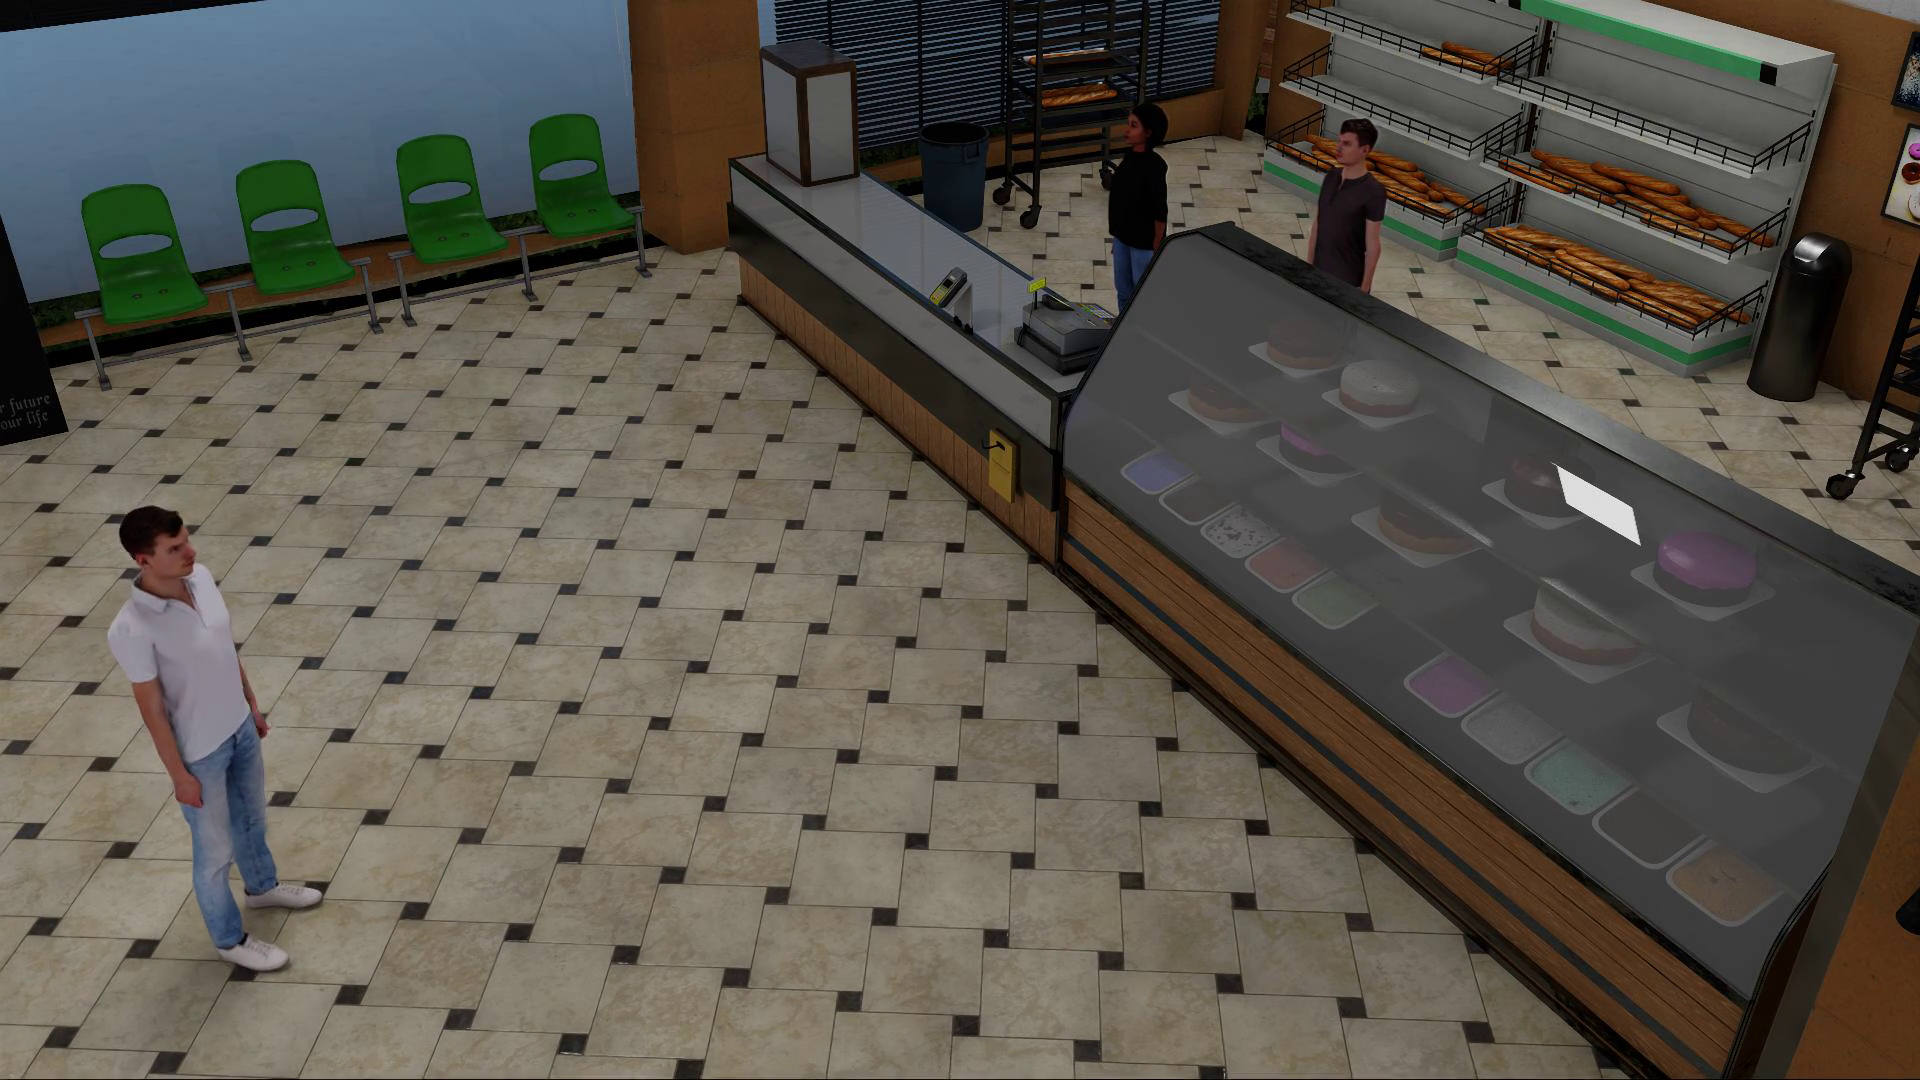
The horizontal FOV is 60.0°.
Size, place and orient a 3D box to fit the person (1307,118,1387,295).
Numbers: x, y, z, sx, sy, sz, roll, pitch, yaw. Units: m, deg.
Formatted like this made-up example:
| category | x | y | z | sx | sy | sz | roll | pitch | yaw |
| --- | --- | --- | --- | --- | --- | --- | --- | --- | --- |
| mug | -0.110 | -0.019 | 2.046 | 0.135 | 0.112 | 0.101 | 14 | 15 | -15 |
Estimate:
| category | x | y | z | sx | sy | sz | roll | pitch | yaw |
| --- | --- | --- | --- | --- | --- | --- | --- | --- | --- |
| person | 2.135 | -1.453 | 9.328 | 0.515 | 1.851 | 0.650 | -17 | 36 | -25 |

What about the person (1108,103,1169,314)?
| category | x | y | z | sx | sy | sz | roll | pitch | yaw |
| --- | --- | --- | --- | --- | --- | --- | --- | --- | --- |
| person | 1.071 | -1.781 | 9.997 | 0.516 | 1.701 | 0.559 | -17 | 36 | -25 |

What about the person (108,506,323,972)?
| category | x | y | z | sx | sy | sz | roll | pitch | yaw |
| --- | --- | --- | --- | --- | --- | --- | --- | --- | --- |
| person | -2.679 | 0.687 | 5.890 | 0.769 | 1.850 | 0.737 | 5 | 32 | 8 |
